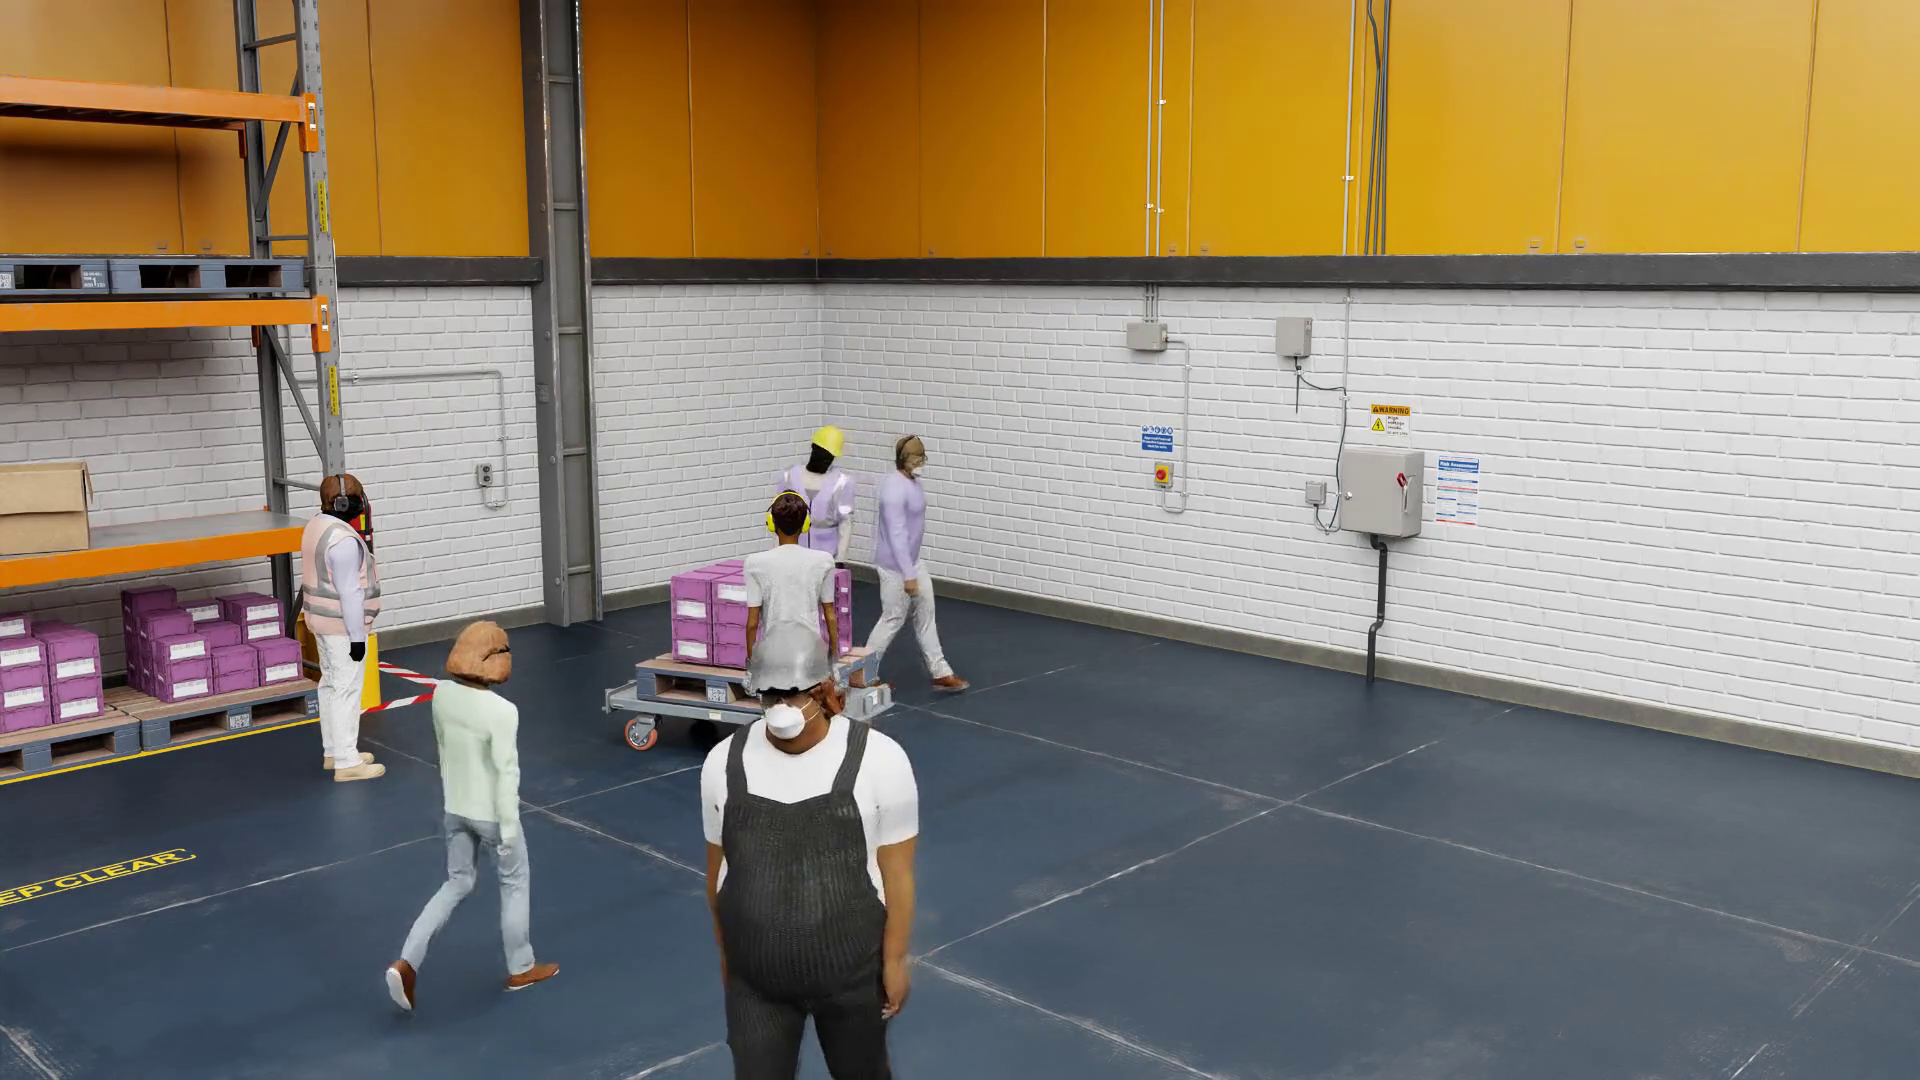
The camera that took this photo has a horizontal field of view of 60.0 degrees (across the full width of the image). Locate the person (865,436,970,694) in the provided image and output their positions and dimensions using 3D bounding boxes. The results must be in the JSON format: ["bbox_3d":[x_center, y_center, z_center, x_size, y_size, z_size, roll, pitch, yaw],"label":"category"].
[{"bbox_3d":[-0.383,0.191,11.760,0.835,1.883,0.702,2,9,12],"label":"person"}]

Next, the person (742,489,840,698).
[{"bbox_3d":[-0.904,0.661,8.897,0.531,1.871,0.322,-3,10,-15],"label":"person"}]

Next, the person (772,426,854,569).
[{"bbox_3d":[-1.119,0.075,12.467,0.646,1.876,0.385,1,9,6],"label":"person"}]

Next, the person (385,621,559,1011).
[{"bbox_3d":[-2.019,1.130,6.821,0.506,1.607,0.694,6,11,32],"label":"person"}]

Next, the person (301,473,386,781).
[{"bbox_3d":[-3.670,0.515,9.924,0.431,1.836,0.619,-7,12,-37],"label":"person"}]
